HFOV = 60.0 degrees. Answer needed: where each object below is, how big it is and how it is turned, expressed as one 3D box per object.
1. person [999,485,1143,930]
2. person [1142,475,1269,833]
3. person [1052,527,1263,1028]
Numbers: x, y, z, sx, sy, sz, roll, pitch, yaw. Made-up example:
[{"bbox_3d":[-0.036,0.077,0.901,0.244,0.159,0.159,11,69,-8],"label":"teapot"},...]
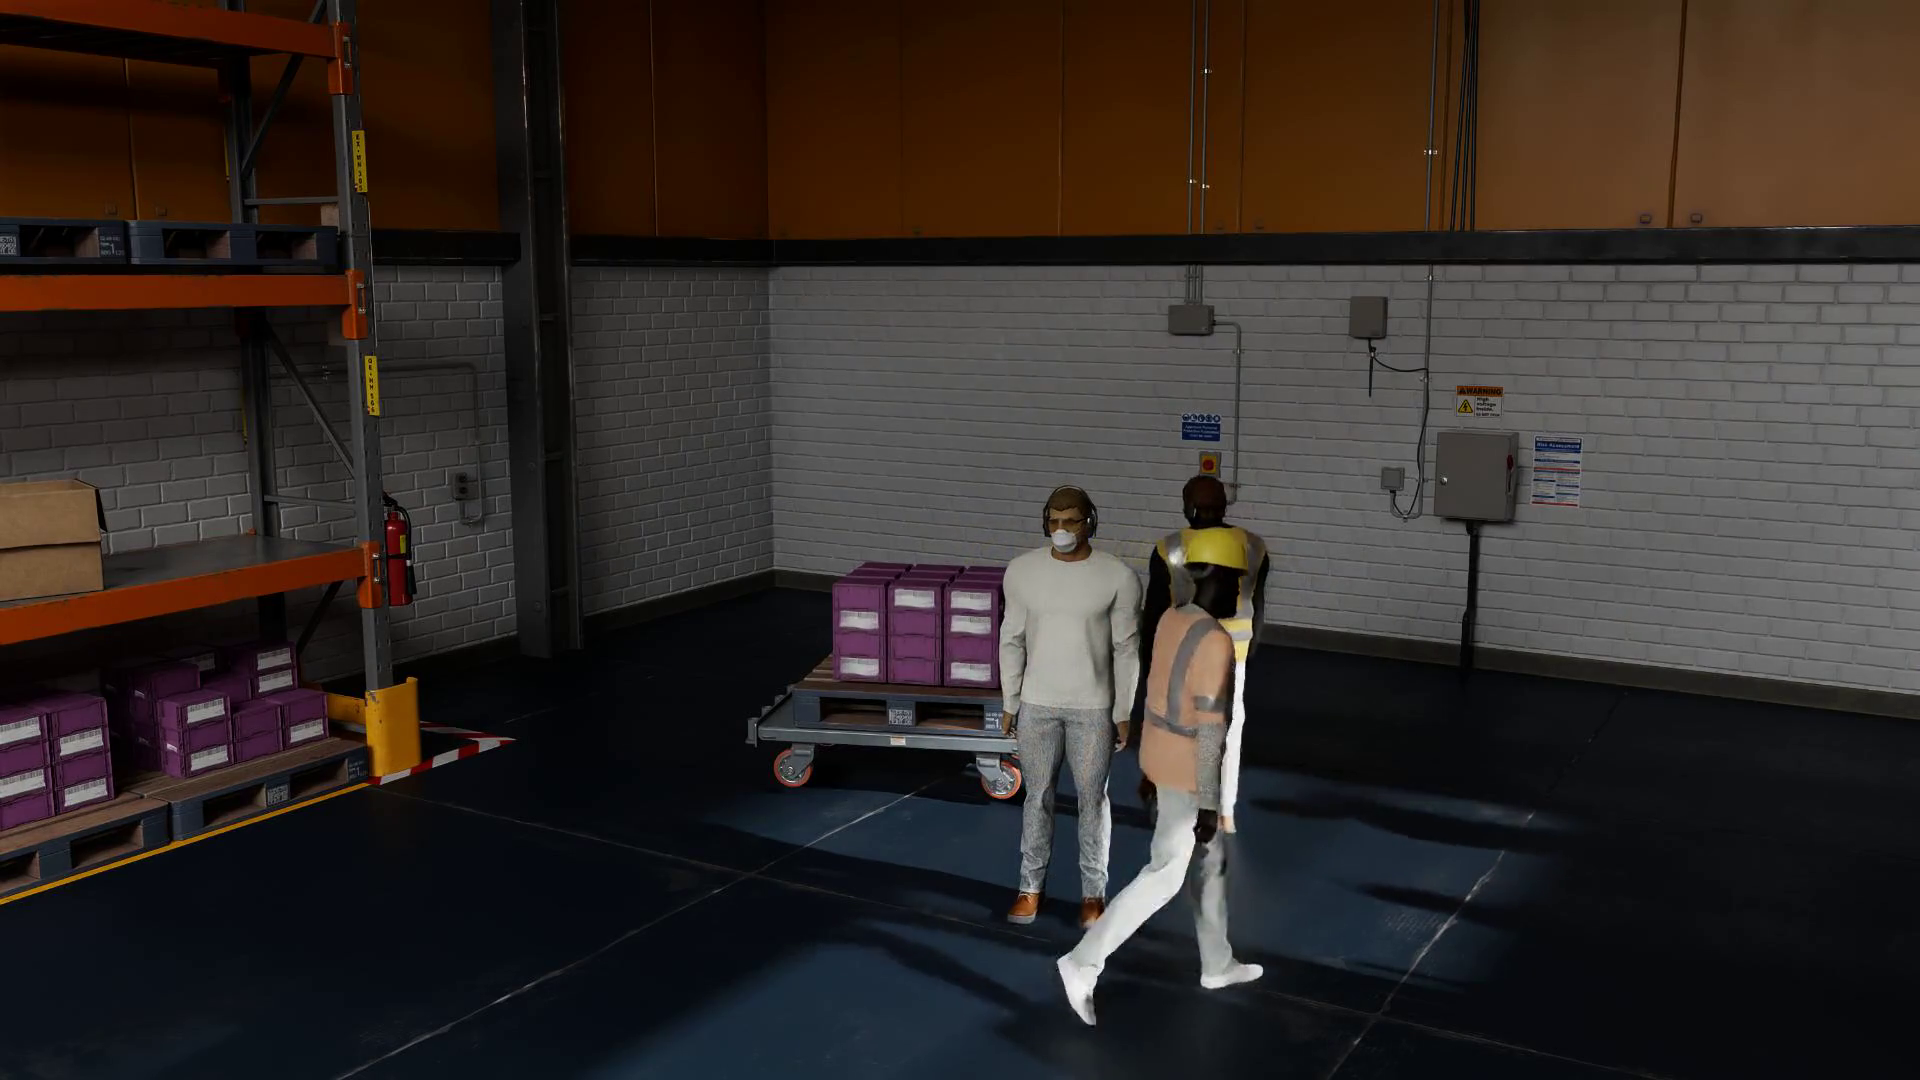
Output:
[{"bbox_3d":[0.468,0.724,7.220,0.629,1.940,0.373,3,9,15],"label":"person"},{"bbox_3d":[1.222,0.587,8.406,0.644,1.840,0.428,-1,9,-9],"label":"person"},{"bbox_3d":[0.779,0.890,6.419,0.885,1.874,0.646,-1,9,-9],"label":"person"}]
